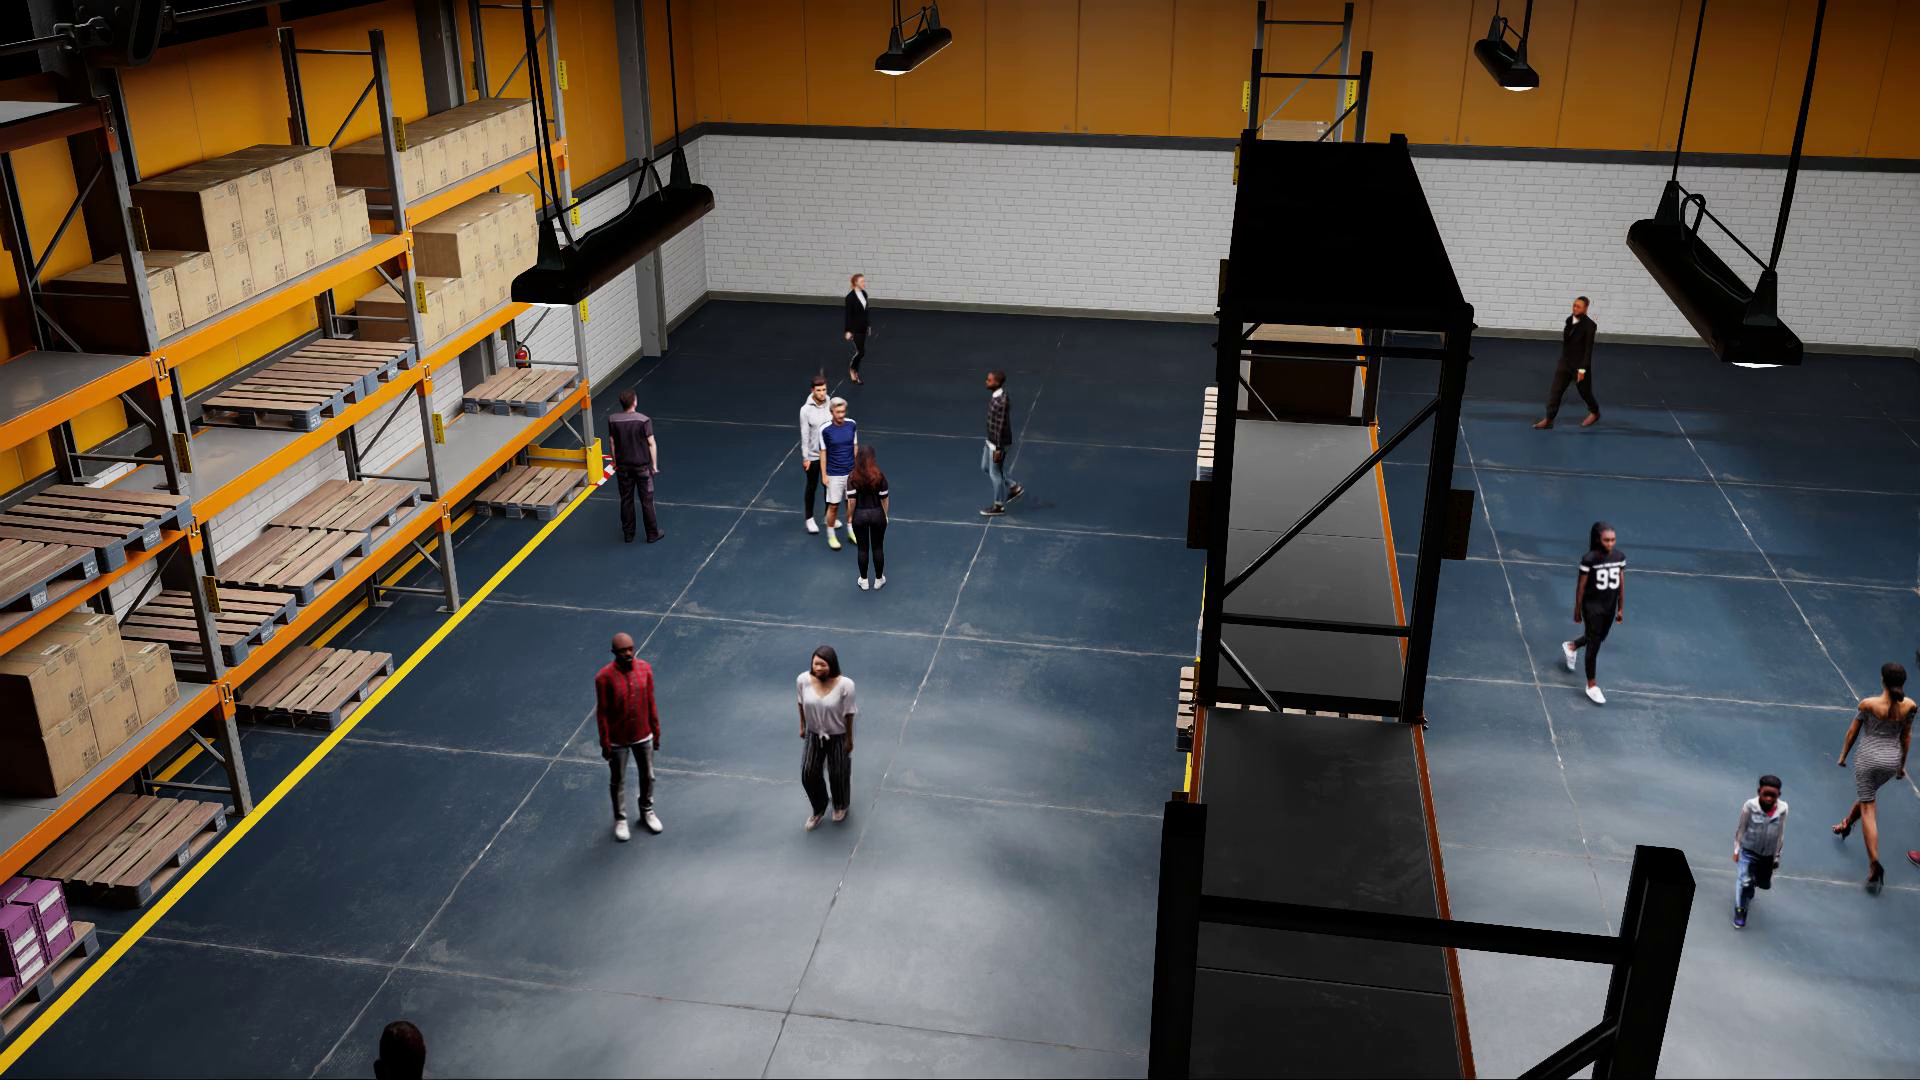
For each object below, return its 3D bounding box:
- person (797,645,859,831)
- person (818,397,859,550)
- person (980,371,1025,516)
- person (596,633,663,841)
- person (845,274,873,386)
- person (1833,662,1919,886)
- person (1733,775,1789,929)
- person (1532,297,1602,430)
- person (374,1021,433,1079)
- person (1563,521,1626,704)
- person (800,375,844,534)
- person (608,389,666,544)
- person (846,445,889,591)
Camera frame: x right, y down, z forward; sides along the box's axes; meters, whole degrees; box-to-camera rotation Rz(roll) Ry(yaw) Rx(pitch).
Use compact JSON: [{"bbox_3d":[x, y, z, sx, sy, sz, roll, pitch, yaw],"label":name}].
[{"bbox_3d":[-1.067,1.588,13.867,0.749,1.659,0.772,7,24,15],"label":"person"},{"bbox_3d":[-1.380,-0.793,19.101,0.720,1.830,0.766,-15,28,-30],"label":"person"},{"bbox_3d":[0.552,-1.166,19.982,0.877,1.807,0.850,-4,24,-9],"label":"person"},{"bbox_3d":[-2.733,1.576,13.693,0.756,1.820,0.781,-11,26,-24],"label":"person"},{"bbox_3d":[-1.579,-3.111,24.575,0.782,1.693,0.664,17,29,33],"label":"person"},{"bbox_3d":[7.228,1.866,13.092,0.697,1.771,1.141,2,24,5],"label":"person"},{"bbox_3d":[6.100,2.325,12.695,0.533,1.248,0.764,7,25,16],"label":"person"},{"bbox_3d":[8.496,-2.394,22.731,1.249,1.856,1.320,-11,26,-23],"label":"person"},{"bbox_3d":[-3.084,3.438,9.515,0.873,1.754,1.044,16,28,32],"label":"person"},{"bbox_3d":[6.098,0.633,15.994,0.914,1.706,1.179,-6,24,-13],"label":"person"},{"bbox_3d":[-1.643,-1.035,19.540,0.764,1.922,0.801,-13,27,-27],"label":"person"},{"bbox_3d":[-3.769,-0.858,19.230,0.695,1.845,0.557,4,24,10],"label":"person"},{"bbox_3d":[-0.998,-0.247,18.091,0.664,1.638,0.659,-2,24,-4],"label":"person"}]
